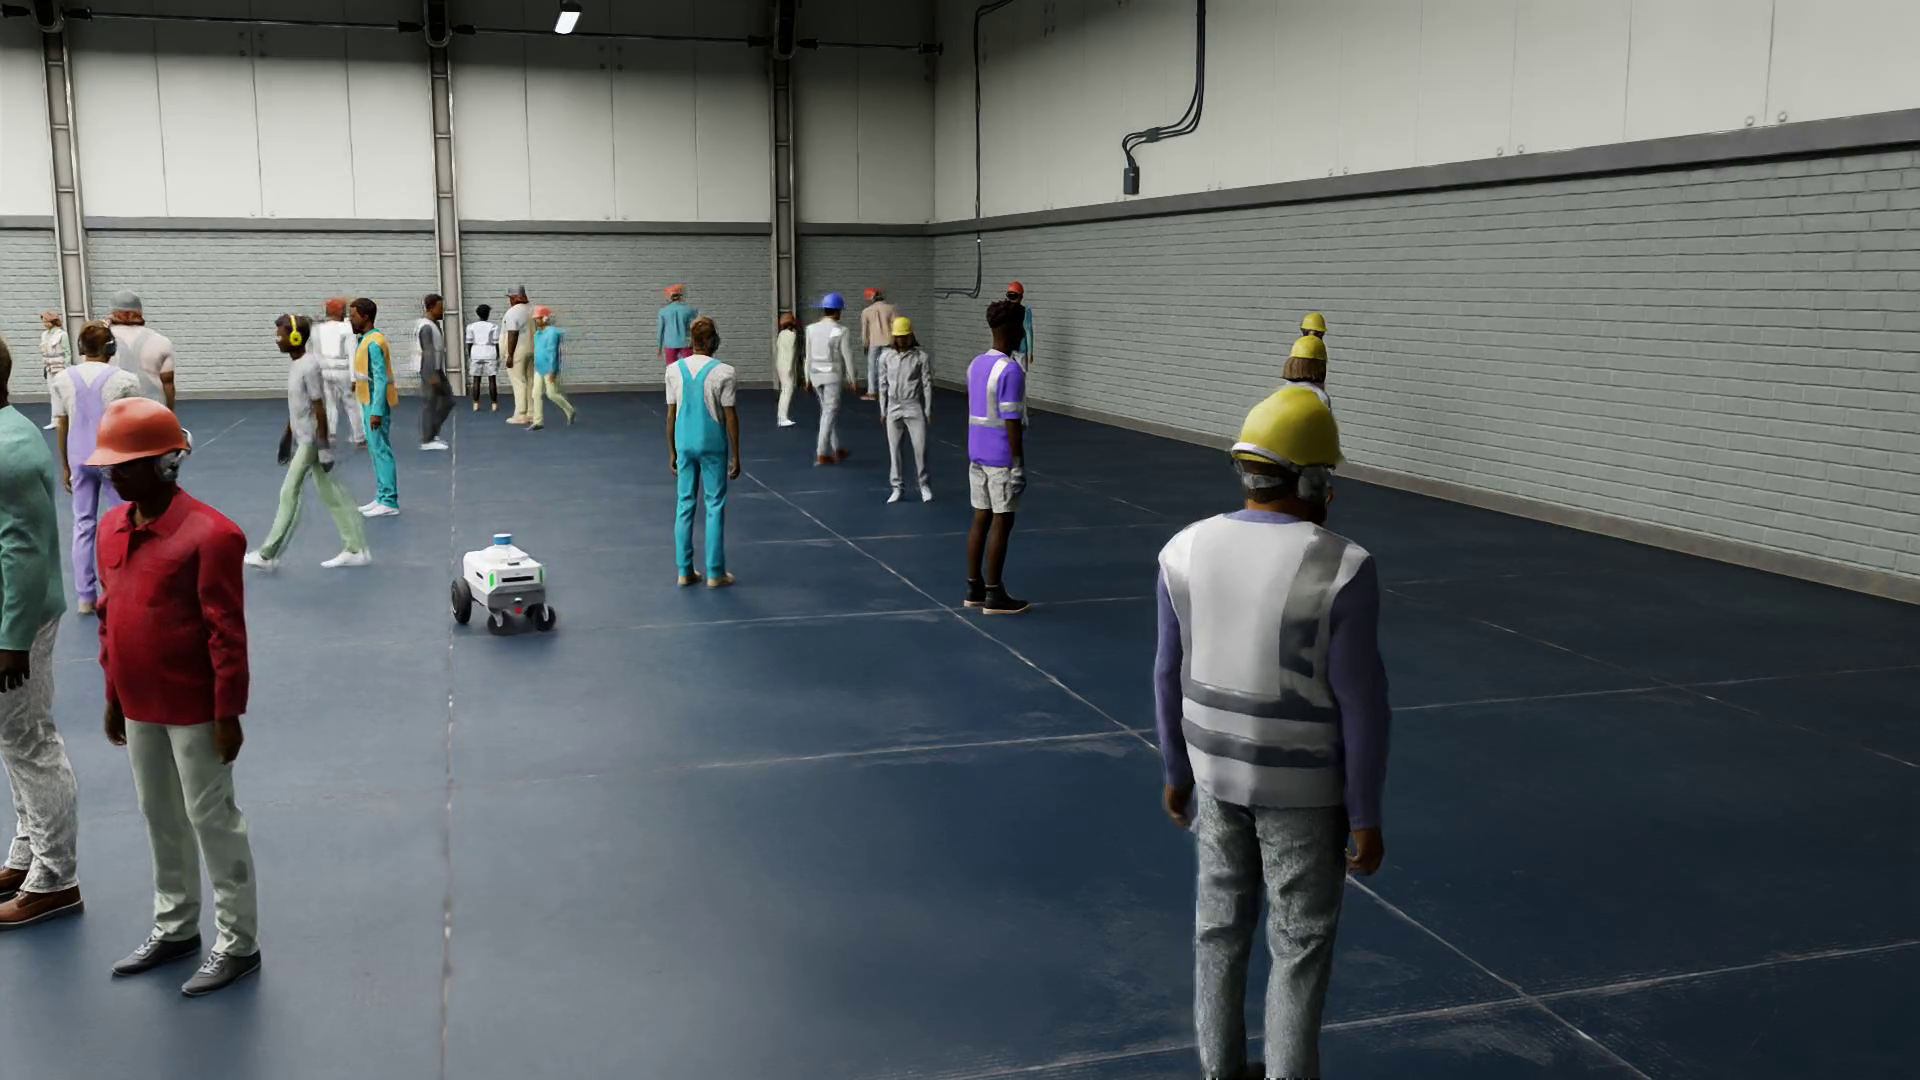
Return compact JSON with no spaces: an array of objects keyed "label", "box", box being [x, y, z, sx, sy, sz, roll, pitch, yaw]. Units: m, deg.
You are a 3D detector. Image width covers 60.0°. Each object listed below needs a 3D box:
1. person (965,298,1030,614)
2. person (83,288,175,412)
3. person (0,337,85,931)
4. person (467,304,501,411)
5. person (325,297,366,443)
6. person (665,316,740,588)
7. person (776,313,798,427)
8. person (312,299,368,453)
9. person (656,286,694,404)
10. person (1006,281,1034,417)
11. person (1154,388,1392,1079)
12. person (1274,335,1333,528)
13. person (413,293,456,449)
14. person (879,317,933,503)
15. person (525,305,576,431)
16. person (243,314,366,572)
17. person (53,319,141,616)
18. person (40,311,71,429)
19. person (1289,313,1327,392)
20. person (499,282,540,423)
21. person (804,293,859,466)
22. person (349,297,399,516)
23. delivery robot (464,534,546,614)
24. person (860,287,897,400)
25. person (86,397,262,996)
[{"label":"person","box":[0.244,-0.520,10.387,0.368,1.959,0.606,-4,10,-25]},{"label":"person","box":[-6.934,-1.117,13.932,0.689,2.000,0.768,-4,10,-26]},{"label":"person","box":[-3.087,0.276,5.371,0.358,1.937,0.636,-6,11,-36]},{"label":"person","box":[-7.505,-2.872,26.256,0.543,1.687,0.323,0,9,-1]},{"label":"person","box":[-7.888,-2.138,21.037,0.822,1.850,0.578,-5,10,-31]},{"label":"person","box":[-1.725,-0.583,11.195,0.513,1.836,0.355,2,9,13]},{"label":"person","box":[-2.444,-2.409,23.550,0.402,1.604,0.632,-5,10,-28]},{"label":"person","box":[-7.474,-1.971,20.039,0.599,1.829,0.960,1,9,7]},{"label":"person","box":[-4.647,-3.219,27.651,0.788,1.957,0.388,-2,9,-12]},{"label":"person","box":[0.843,-2.879,25.155,0.607,2.048,0.365,5,10,29]},{"label":"person","box":[0.737,0.566,3.953,0.612,1.836,0.483,8,12,43]},{"label":"person","box":[2.094,-0.370,10.123,0.303,1.741,0.484,-6,11,-34]},{"label":"person","box":[-6.420,-2.047,20.304,0.456,1.904,0.587,0,9,-2]},{"label":"person","box":[-0.506,-1.194,15.426,0.501,1.736,0.358,2,9,11]},{"label":"person","box":[-5.671,-2.375,22.947,0.570,1.729,0.676,7,12,39]},{"label":"person","box":[-4.750,-0.681,11.848,0.972,1.819,0.535,-4,10,-23]},{"label":"person","box":[-5.304,-0.442,10.302,0.503,1.837,0.355,-1,9,-8]},{"label":"person","box":[-12.483,-2.338,22.999,0.515,1.639,0.315,4,10,25]},{"label":"person","box":[3.311,-1.262,15.742,0.533,1.765,0.329,-8,12,-42]},{"label":"person","box":[-6.403,-2.707,24.075,0.536,2.000,0.688,3,9,18]},{"label":"person","box":[-1.380,-1.806,18.731,0.643,1.910,0.878,7,11,38]},{"label":"person","box":[-5.147,-1.169,14.657,0.379,1.917,0.591,-4,10,-25]},{"label":"delivery robot","box":[-2.717,0.208,9.906,0.477,0.478,0.707,-5,10,-28]},{"label":"person","box":[-1.338,-3.362,28.586,0.723,1.947,0.385,0,9,1]},{"label":"person","box":[-2.322,0.454,4.863,0.573,1.743,0.353,5,10,27]}]
